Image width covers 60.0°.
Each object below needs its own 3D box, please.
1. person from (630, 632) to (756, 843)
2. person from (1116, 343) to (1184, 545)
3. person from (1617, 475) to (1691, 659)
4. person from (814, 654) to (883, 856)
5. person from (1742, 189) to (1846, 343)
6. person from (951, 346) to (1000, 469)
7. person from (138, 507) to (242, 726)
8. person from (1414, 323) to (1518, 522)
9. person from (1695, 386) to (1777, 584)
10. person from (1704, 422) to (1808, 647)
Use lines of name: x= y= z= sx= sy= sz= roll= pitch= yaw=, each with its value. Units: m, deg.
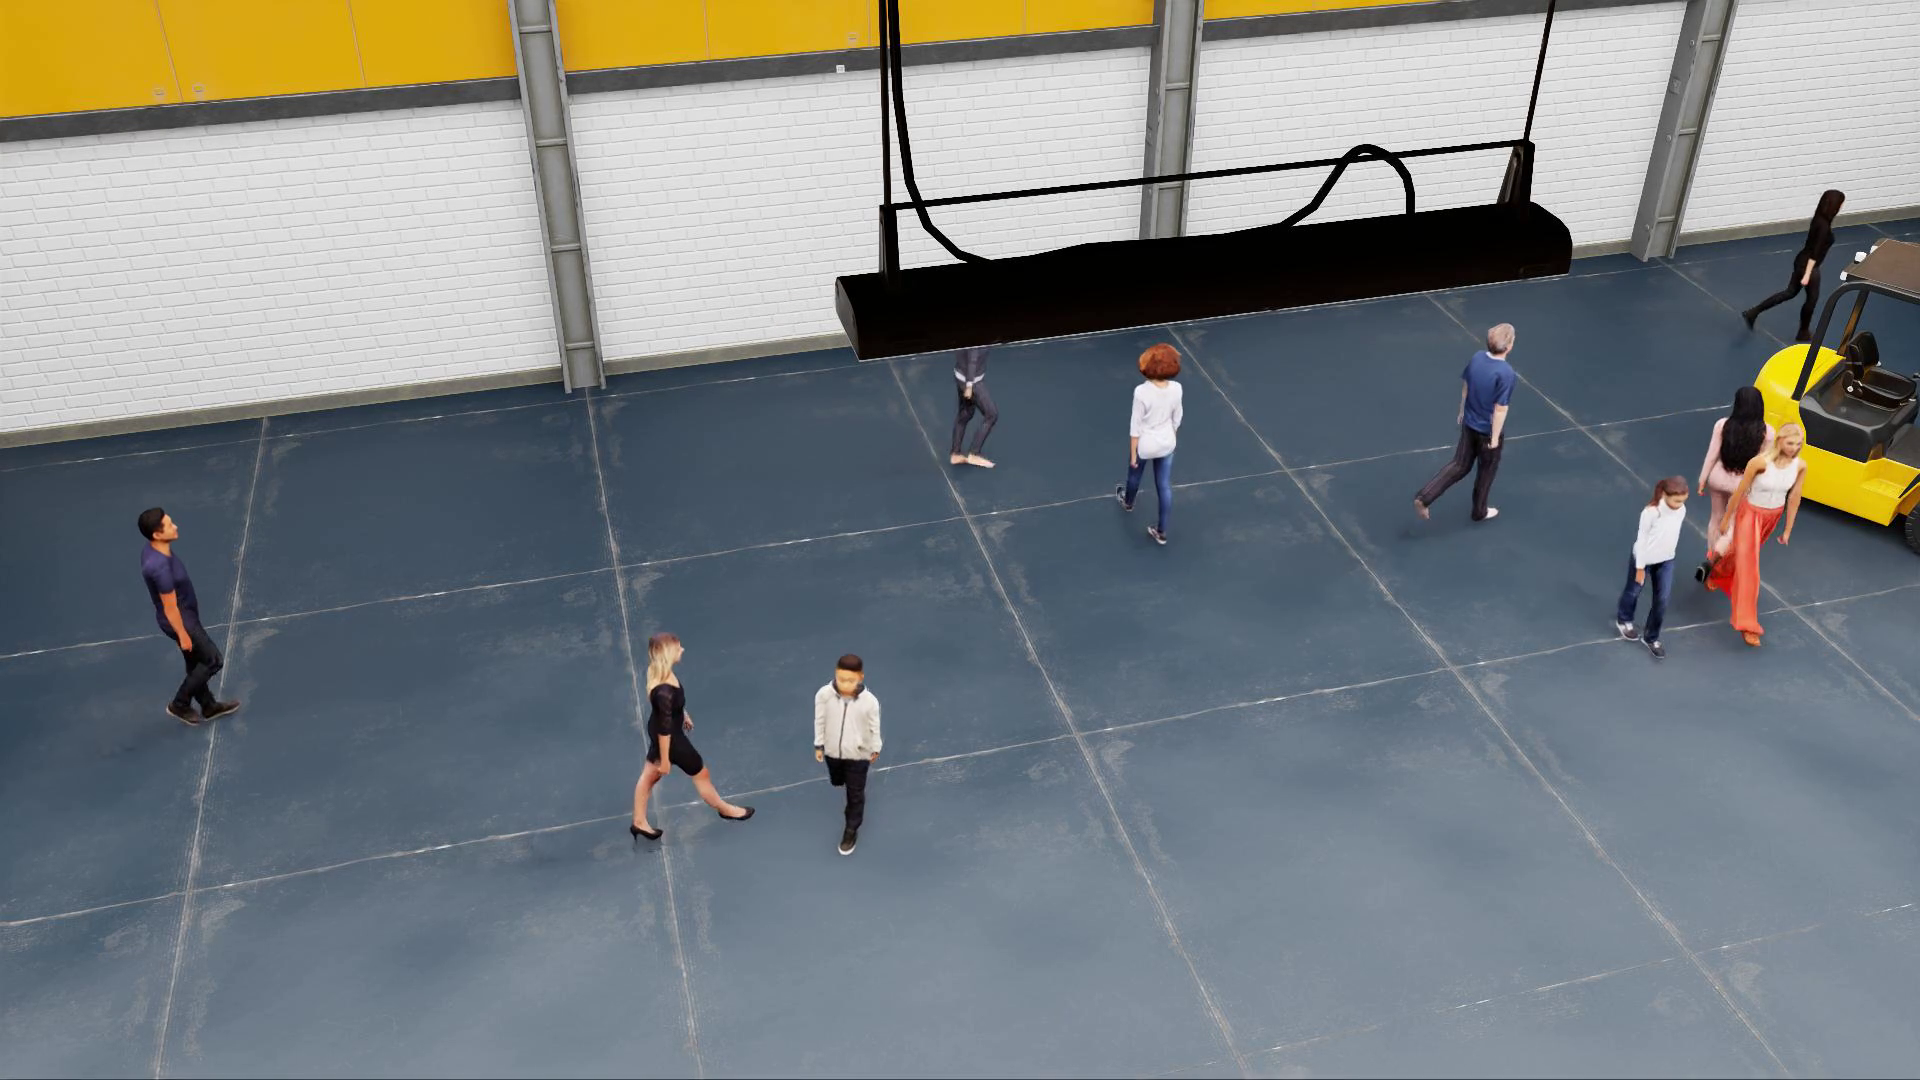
person: x=-1.954 y=1.316 z=10.629 sx=1.047 sy=1.631 sz=0.613 roll=-11 pitch=35 yaw=-16
person: x=1.628 y=-0.741 z=13.687 sx=0.959 sy=1.672 sz=0.711 roll=-9 pitch=35 yaw=-14
person: x=5.176 y=0.100 z=12.552 sx=0.714 sy=1.527 sz=0.652 roll=-6 pitch=34 yaw=-8
person: x=-0.720 y=1.304 z=10.819 sx=0.932 sy=1.441 sz=0.904 roll=7 pitch=34 yaw=11
person: x=8.448 y=-2.749 z=16.759 sx=1.114 sy=1.616 sz=0.889 roll=6 pitch=34 yaw=9
person: x=0.004 y=-1.419 z=14.636 sx=0.630 sy=1.750 sz=0.638 roll=-5 pitch=34 yaw=-8
person: x=-5.520 y=0.578 z=11.600 sx=0.774 sy=1.786 sz=0.733 roll=-15 pitch=37 yaw=-22
person: x=4.248 y=-0.901 z=13.771 sx=1.115 sy=1.846 sz=0.819 roll=-16 pitch=37 yaw=-23
person: x=6.052 y=-0.377 z=13.118 sx=0.987 sy=1.695 sz=1.045 roll=19 pitch=38 yaw=26
person: x=6.069 y=-0.170 z=12.761 sx=1.275 sy=1.746 sz=0.899 roll=-2 pitch=34 yaw=-3
